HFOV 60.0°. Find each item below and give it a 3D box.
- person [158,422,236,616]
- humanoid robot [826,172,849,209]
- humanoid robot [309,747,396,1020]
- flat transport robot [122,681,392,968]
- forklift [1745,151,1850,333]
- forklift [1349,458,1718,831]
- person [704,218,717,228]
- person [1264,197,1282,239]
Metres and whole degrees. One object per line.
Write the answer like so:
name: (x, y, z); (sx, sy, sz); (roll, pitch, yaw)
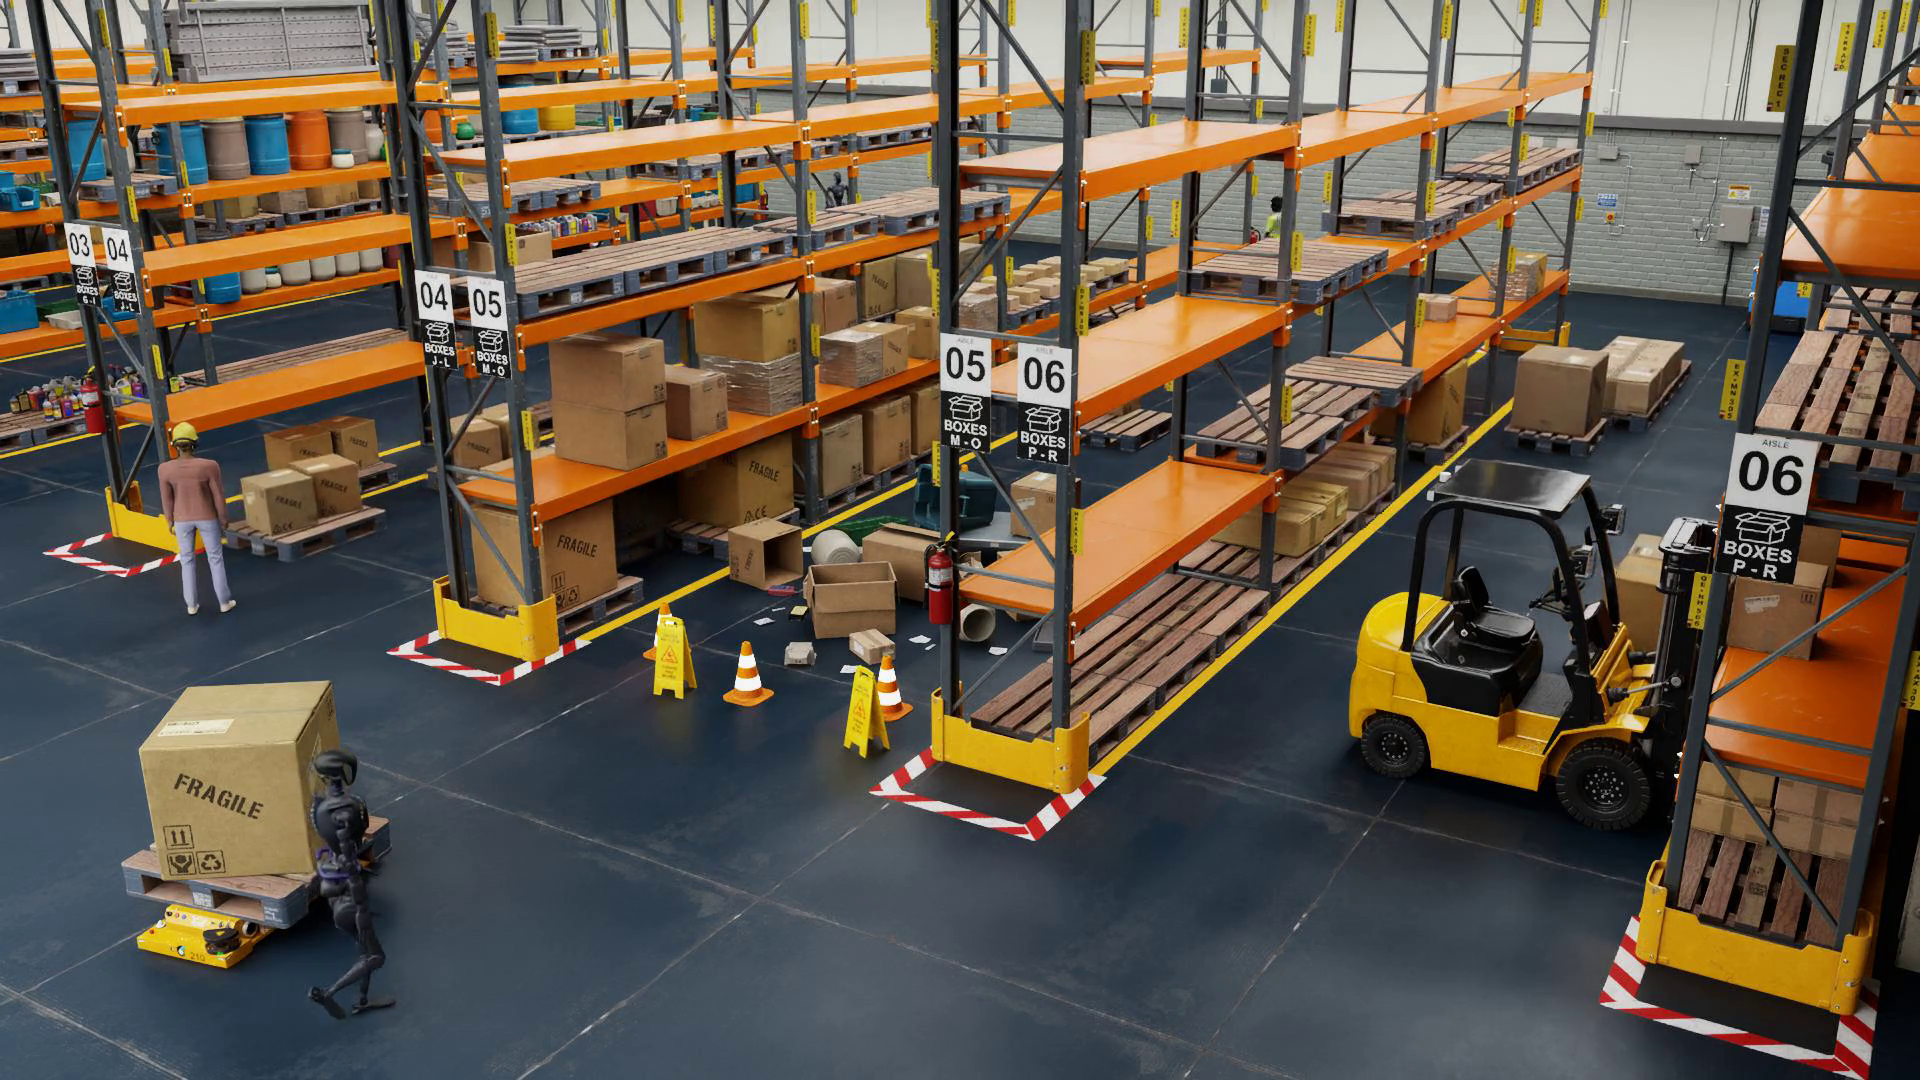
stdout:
person: (-6.829, -0.189, 14.886); (0.527, 1.760, 0.345); (-5, 20, -13)
humanoid robot: (-2.414, -6.588, 33.550); (0.608, 1.629, 0.713); (-10, 21, -26)
humanoid robot: (-3.376, 1.881, 9.031); (0.460, 1.645, 0.584); (-9, 21, -25)
flat transport robot: (-4.346, 2.161, 10.368); (0.659, 0.231, 1.431); (6, 20, 18)
forklift: (13.620, -4.667, 26.137); (1.873, 2.768, 1.129); (11, 22, 29)
forklift: (3.988, 0.658, 11.776); (2.313, 2.155, 1.214); (11, 22, 29)
person: (-5.238, -7.064, 34.868); (0.489, 1.688, 0.346); (-6, 20, -16)
person: (5.691, -5.352, 29.964); (0.888, 1.650, 0.539); (16, 24, 38)
